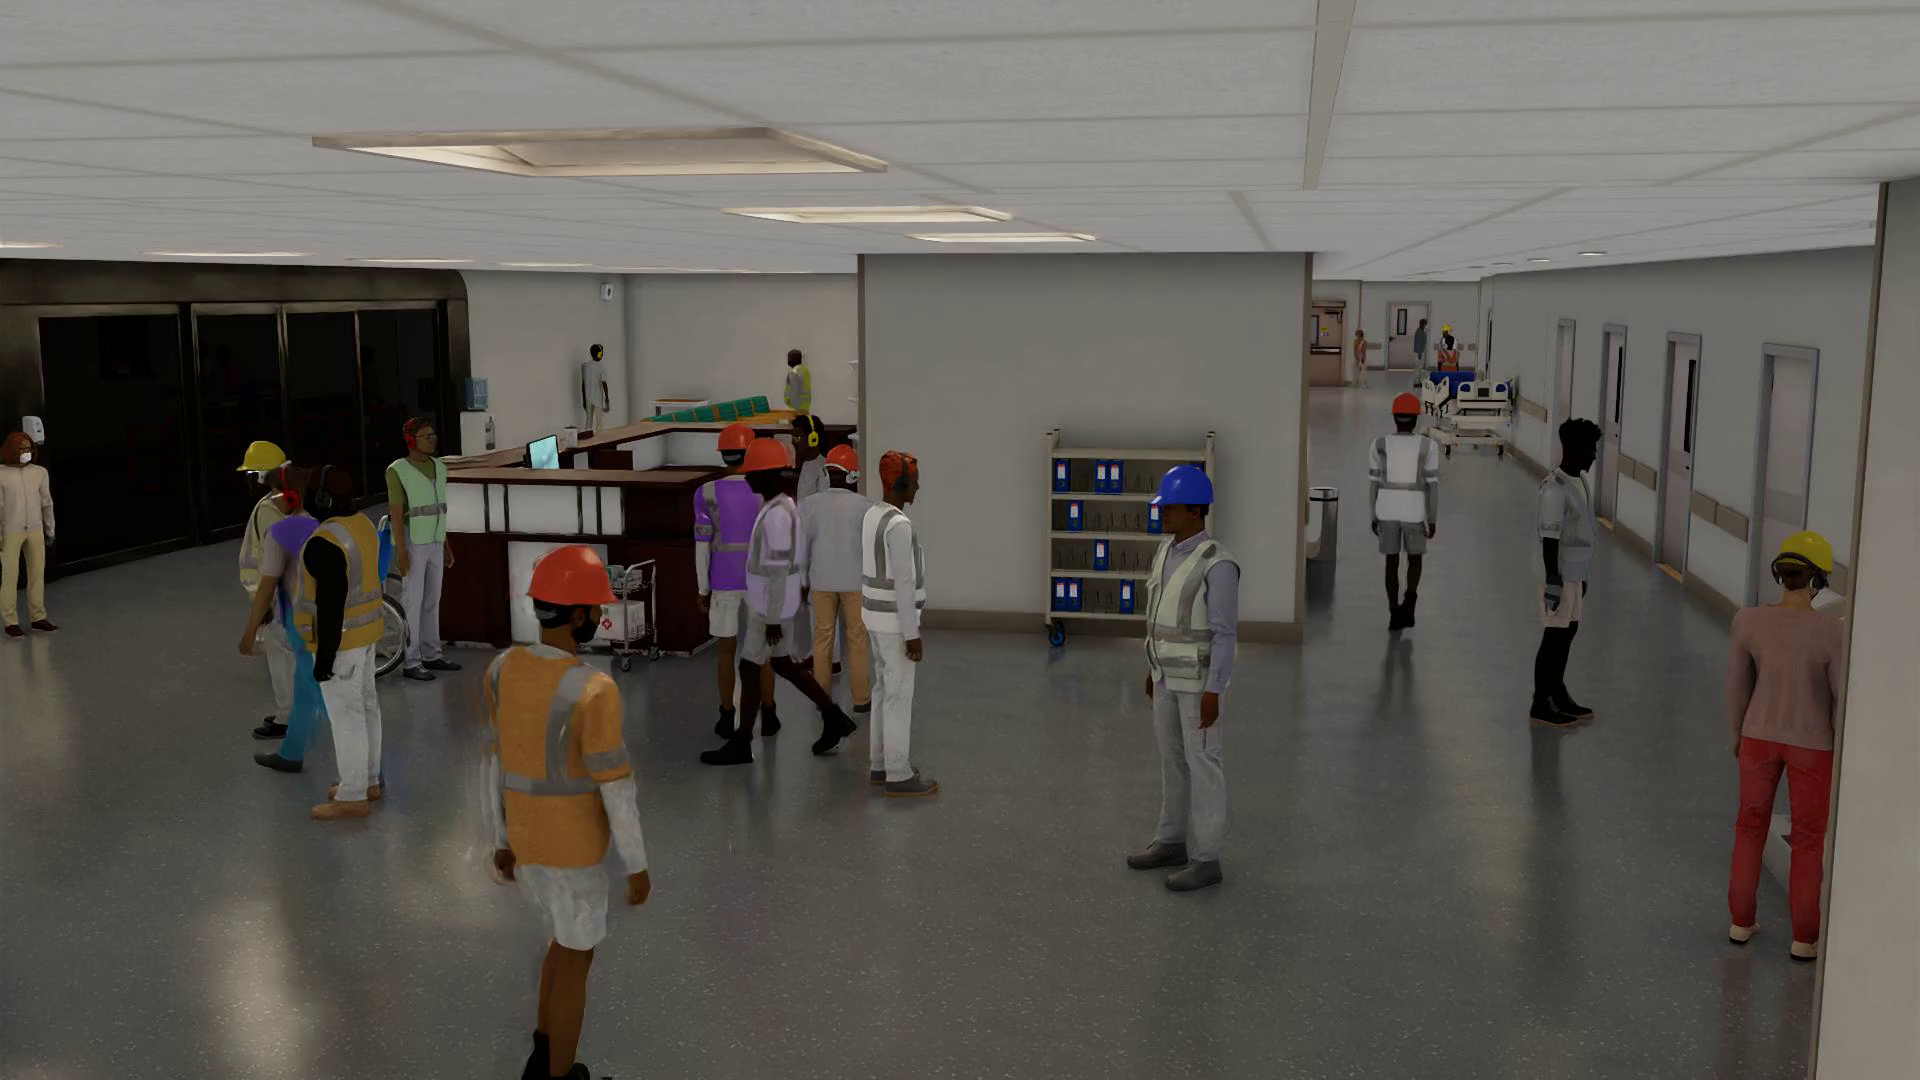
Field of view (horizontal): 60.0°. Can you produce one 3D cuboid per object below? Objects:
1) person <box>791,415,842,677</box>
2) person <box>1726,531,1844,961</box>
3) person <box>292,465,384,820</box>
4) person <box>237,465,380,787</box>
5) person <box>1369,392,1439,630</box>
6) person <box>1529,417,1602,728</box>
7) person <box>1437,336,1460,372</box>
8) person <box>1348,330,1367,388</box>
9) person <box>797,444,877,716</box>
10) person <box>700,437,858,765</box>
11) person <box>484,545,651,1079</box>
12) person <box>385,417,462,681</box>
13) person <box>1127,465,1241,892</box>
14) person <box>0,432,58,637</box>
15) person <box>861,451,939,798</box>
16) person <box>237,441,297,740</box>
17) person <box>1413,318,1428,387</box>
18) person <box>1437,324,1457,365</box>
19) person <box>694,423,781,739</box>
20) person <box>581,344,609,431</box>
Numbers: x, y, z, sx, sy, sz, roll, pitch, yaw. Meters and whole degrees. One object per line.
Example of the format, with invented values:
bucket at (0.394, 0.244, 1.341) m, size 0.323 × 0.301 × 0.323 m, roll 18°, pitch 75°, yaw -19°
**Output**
person at (-1.038, 0.041, 11.813) m, size 0.336 × 1.865 × 0.503 m, roll -4°, pitch 9°, yaw -24°
person at (3.420, 0.839, 6.846) m, size 0.321 × 1.761 × 0.522 m, roll -7°, pitch 11°, yaw -40°
person at (-3.229, 0.527, 8.646) m, size 0.430 × 1.845 × 0.624 m, roll 0°, pitch 9°, yaw -2°
person at (-3.578, 0.480, 9.145) m, size 0.935 × 1.788 × 0.564 m, roll 2°, pitch 9°, yaw 14°
person at (3.535, -0.214, 13.308) m, size 0.544 × 1.918 × 0.539 m, roll 3°, pitch 9°, yaw 19°
person at (3.798, 0.201, 10.443) m, size 0.384 × 1.953 × 0.618 m, roll 6°, pitch 10°, yaw 35°
person at (11.040, -3.765, 37.600) m, size 0.533 × 1.697 × 0.319 m, roll -2°, pitch 9°, yaw -10°
person at (11.047, -5.009, 46.093) m, size 0.700 × 1.610 × 0.553 m, roll -5°, pitch 10°, yaw -29°
person at (-0.764, 0.256, 10.733) m, size 0.572 × 1.749 × 0.343 m, roll 2°, pitch 9°, yaw 11°
person at (-1.043, 0.354, 9.601) m, size 0.880 × 1.909 × 0.556 m, roll -1°, pitch 9°, yaw -4°
person at (-1.249, 0.969, 5.439) m, size 0.585 × 1.922 × 0.457 m, roll 7°, pitch 11°, yaw 37°
person at (-3.818, 0.052, 11.772) m, size 0.389 × 1.849 × 0.565 m, roll 3°, pitch 9°, yaw 17°
person at (1.037, 0.623, 7.645) m, size 0.389 × 1.949 × 0.603 m, roll -4°, pitch 9°, yaw -23°
person at (-7.435, -0.050, 13.202) m, size 0.285 × 1.627 × 0.504 m, roll 5°, pitch 10°, yaw 30°
person at (-0.341, 0.452, 9.027) m, size 0.382 × 1.880 × 0.576 m, roll -3°, pitch 9°, yaw -18°
person at (-4.196, 0.302, 10.206) m, size 0.403 × 1.825 × 0.593 m, roll -1°, pitch 9°, yaw -10°
person at (12.907, -5.237, 46.621) m, size 0.384 × 1.930 × 0.634 m, roll 3°, pitch 9°, yaw 22°
person at (12.654, -4.695, 43.320) m, size 0.404 × 1.831 × 0.600 m, roll -4°, pitch 10°, yaw -27°
person at (-1.344, 0.251, 10.175) m, size 0.545 × 1.933 × 0.376 m, roll -1°, pitch 9°, yaw -8°
person at (-5.959, -2.272, 27.193) m, size 0.523 × 1.856 × 0.336 m, roll 4°, pitch 9°, yaw 23°
